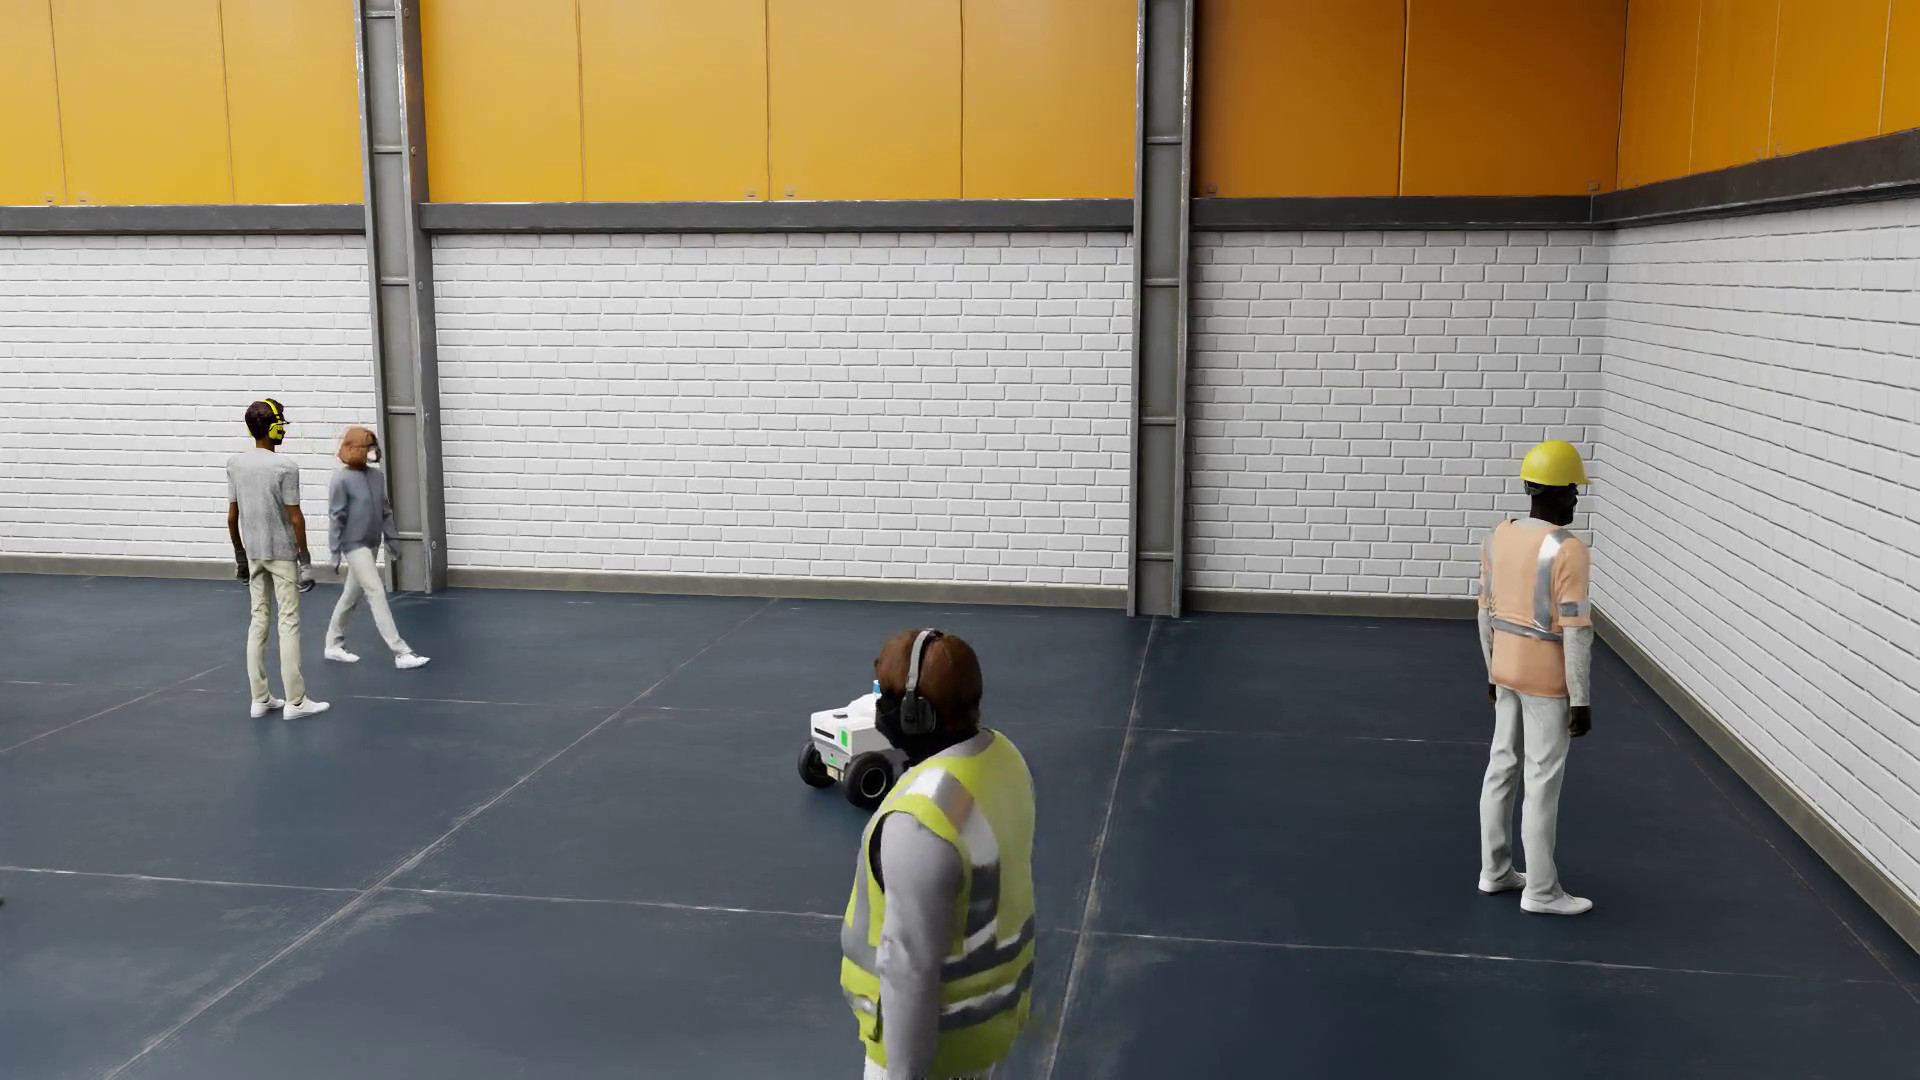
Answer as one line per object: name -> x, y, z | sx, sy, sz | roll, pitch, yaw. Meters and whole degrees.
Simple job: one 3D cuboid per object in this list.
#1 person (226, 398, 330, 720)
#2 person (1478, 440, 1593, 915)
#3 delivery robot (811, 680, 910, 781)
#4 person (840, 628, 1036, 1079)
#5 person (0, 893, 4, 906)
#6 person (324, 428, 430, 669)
person -> -3.988, 0.113, 9.677 | 0.532, 1.871, 0.319 | 3, 10, 17
person -> 2.353, 0.554, 6.775 | 0.370, 1.929, 0.585 | -4, 10, -22
delivery robot -> -0.381, 0.940, 8.329 | 0.707, 0.478, 0.477 | -7, 11, -36
person -> 0.019, 1.099, 3.753 | 0.643, 1.827, 0.638 | 3, 10, 18
person -> -4.178, 0.631, 6.553 | 0.564, 1.846, 0.392 | 0, 9, -1
person -> -3.891, 0.050, 10.926 | 0.847, 1.582, 0.515 | 2, 10, 14
